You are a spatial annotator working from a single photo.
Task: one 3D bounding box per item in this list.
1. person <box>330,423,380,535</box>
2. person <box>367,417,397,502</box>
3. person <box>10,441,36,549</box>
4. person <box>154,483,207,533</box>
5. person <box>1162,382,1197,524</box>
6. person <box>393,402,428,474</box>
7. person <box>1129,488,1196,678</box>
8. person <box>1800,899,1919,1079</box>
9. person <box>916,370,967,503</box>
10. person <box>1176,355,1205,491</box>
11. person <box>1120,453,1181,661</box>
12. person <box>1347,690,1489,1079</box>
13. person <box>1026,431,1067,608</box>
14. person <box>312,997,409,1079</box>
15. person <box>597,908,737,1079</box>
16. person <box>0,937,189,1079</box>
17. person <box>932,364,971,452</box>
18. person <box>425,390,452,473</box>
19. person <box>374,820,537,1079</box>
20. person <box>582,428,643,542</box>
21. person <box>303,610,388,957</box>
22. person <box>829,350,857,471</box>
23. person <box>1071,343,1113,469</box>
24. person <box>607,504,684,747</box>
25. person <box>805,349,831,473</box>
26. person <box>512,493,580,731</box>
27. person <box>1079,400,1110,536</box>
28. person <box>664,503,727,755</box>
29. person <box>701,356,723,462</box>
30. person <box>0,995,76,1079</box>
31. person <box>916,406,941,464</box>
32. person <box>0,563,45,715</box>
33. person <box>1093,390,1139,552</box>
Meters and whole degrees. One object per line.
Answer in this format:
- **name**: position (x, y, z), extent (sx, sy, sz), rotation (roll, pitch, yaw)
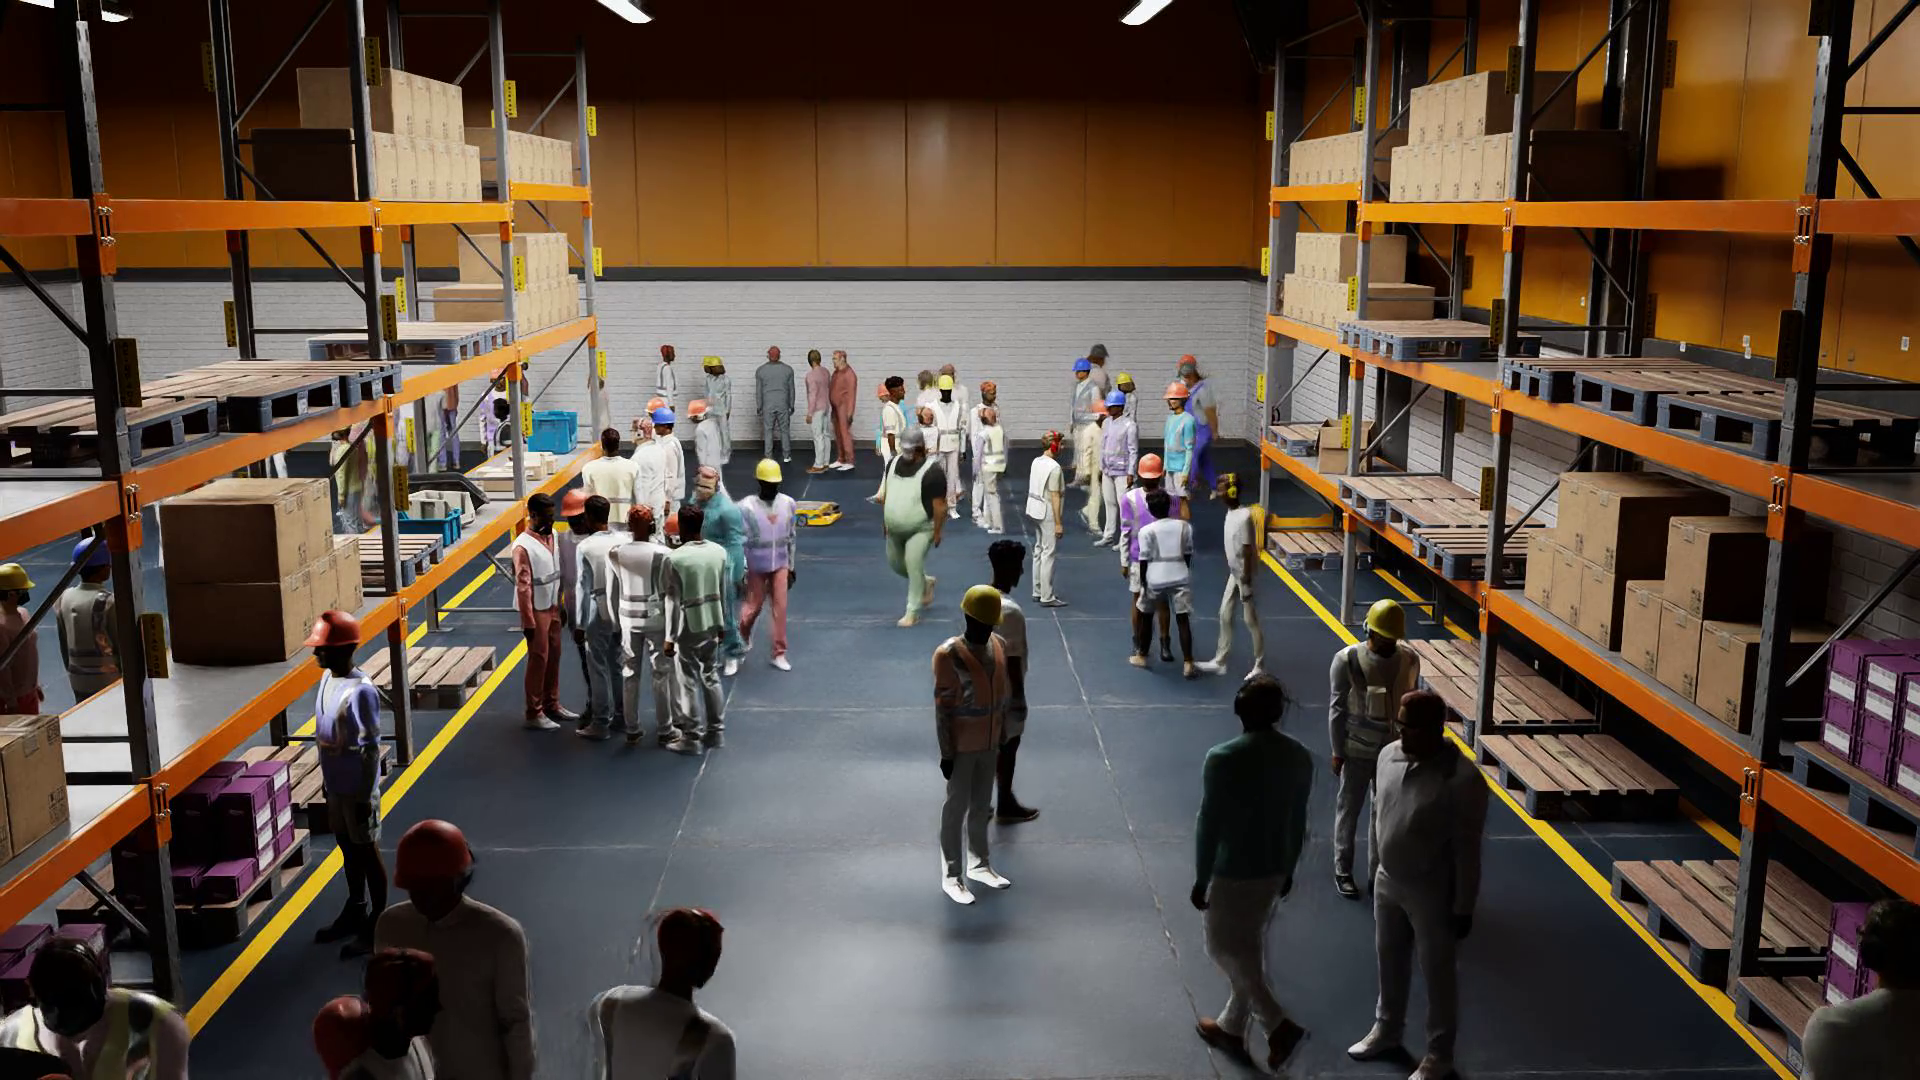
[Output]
- **person**: position (-7.236, -0.774, 19.896), extent (0.623, 1.887, 0.651), rotation (-6, 13, -26)
- **person**: position (-7.106, -0.795, 20.505), extent (0.534, 1.694, 0.320), rotation (10, 15, 42)
- **person**: position (-11.406, -0.665, 19.959), extent (0.305, 1.645, 0.522), rotation (2, 11, 8)
- **person**: position (-8.084, -0.281, 17.327), extent (0.390, 1.930, 0.552), rotation (11, 16, 43)
- **person**: position (2.606, -0.880, 20.038), extent (0.372, 2.044, 0.607), rotation (-4, 12, -21)
- **person**: position (-7.458, -1.366, 22.481), extent (0.538, 2.000, 0.689), rotation (5, 12, 24)
- **person**: position (1.829, 0.377, 14.702), extent (0.546, 1.677, 0.721), rotation (-3, 12, -14)
- **person**: position (3.004, 2.097, 5.401), extent (0.650, 1.927, 0.506), rotation (-1, 11, -7)
- **person**: position (-0.369, -1.430, 23.222), extent (1.034, 1.890, 0.635), rotation (7, 13, 30)
- **person**: position (3.338, -1.718, 24.364), extent (0.395, 1.994, 0.613), rotation (-8, 14, -36)
- **person**: position (1.733, 0.161, 15.135), extent (0.548, 1.922, 0.389), rotation (0, 11, 0)
- **person**: position (2.151, 1.624, 7.852), extent (0.402, 1.899, 0.651), rotation (-7, 13, -32)
- **person**: position (0.897, -0.218, 17.248), extent (0.394, 1.836, 0.560), rotation (-4, 12, -18)
- **person**: position (-1.849, 2.212, 5.405), extent (0.591, 1.691, 0.634), rotation (6, 13, 27)
- **person**: position (-0.930, 2.117, 5.556), extent (0.606, 1.842, 0.772), rotation (6, 13, 29)
- **person**: position (-2.885, 2.120, 5.589), extent (0.646, 1.817, 0.652), rotation (-4, 12, -20)
- **person**: position (-0.195, -1.564, 23.845), extent (0.679, 1.884, 0.737), rotation (1, 11, 5)
- **person**: position (-7.713, -1.607, 24.282), extent (0.530, 1.819, 0.991), rotation (-1, 11, -3)
- **person**: position (-1.838, 1.947, 6.019), extent (0.634, 1.985, 0.416), rotation (3, 12, 15)
- **person**: position (-3.493, -0.174, 16.807), extent (0.590, 1.922, 0.392), rotation (-2, 11, -9)
- **person**: position (-3.397, 1.331, 9.207), extent (0.354, 1.942, 0.545), rotation (-11, 16, -44)
- **person**: position (-1.880, -2.055, 26.280), extent (0.403, 1.906, 0.652), rotation (-6, 13, -29)
- **person**: position (2.131, -2.115, 26.235), extent (0.606, 2.000, 0.685), rotation (-5, 12, -24)
- **person**: position (-2.408, 0.657, 12.738), extent (0.598, 1.884, 0.338), rotation (2, 11, 10)
- **person**: position (-2.228, -2.008, 25.969), extent (0.375, 1.936, 0.627), rotation (4, 12, 21)
- **person**: position (-3.318, 0.562, 13.165), extent (0.414, 1.906, 0.598), rotation (2, 12, 12)
- **person**: position (1.726, -0.912, 20.976), extent (0.504, 1.733, 0.602), rotation (9, 14, 38)
- **person**: position (-1.980, 0.672, 12.598), extent (0.379, 1.909, 0.599), rotation (8, 14, 34)
- **person**: position (-4.040, -2.138, 27.125), extent (0.327, 1.737, 0.488), rotation (-2, 12, -12)
- **person**: position (-2.906, 2.163, 4.928), extent (0.610, 1.985, 0.392), rotation (-3, 12, -16)
- **person**: position (-0.430, -0.871, 21.012), extent (0.308, 1.640, 0.510), rotation (8, 14, 35)
- **person**: position (-6.313, 1.025, 11.185), extent (0.308, 1.769, 0.525), rotation (-2, 11, -11)
- **person**: position (1.886, -0.839, 20.069), extent (0.392, 1.946, 0.616), rotation (-8, 14, -36)
